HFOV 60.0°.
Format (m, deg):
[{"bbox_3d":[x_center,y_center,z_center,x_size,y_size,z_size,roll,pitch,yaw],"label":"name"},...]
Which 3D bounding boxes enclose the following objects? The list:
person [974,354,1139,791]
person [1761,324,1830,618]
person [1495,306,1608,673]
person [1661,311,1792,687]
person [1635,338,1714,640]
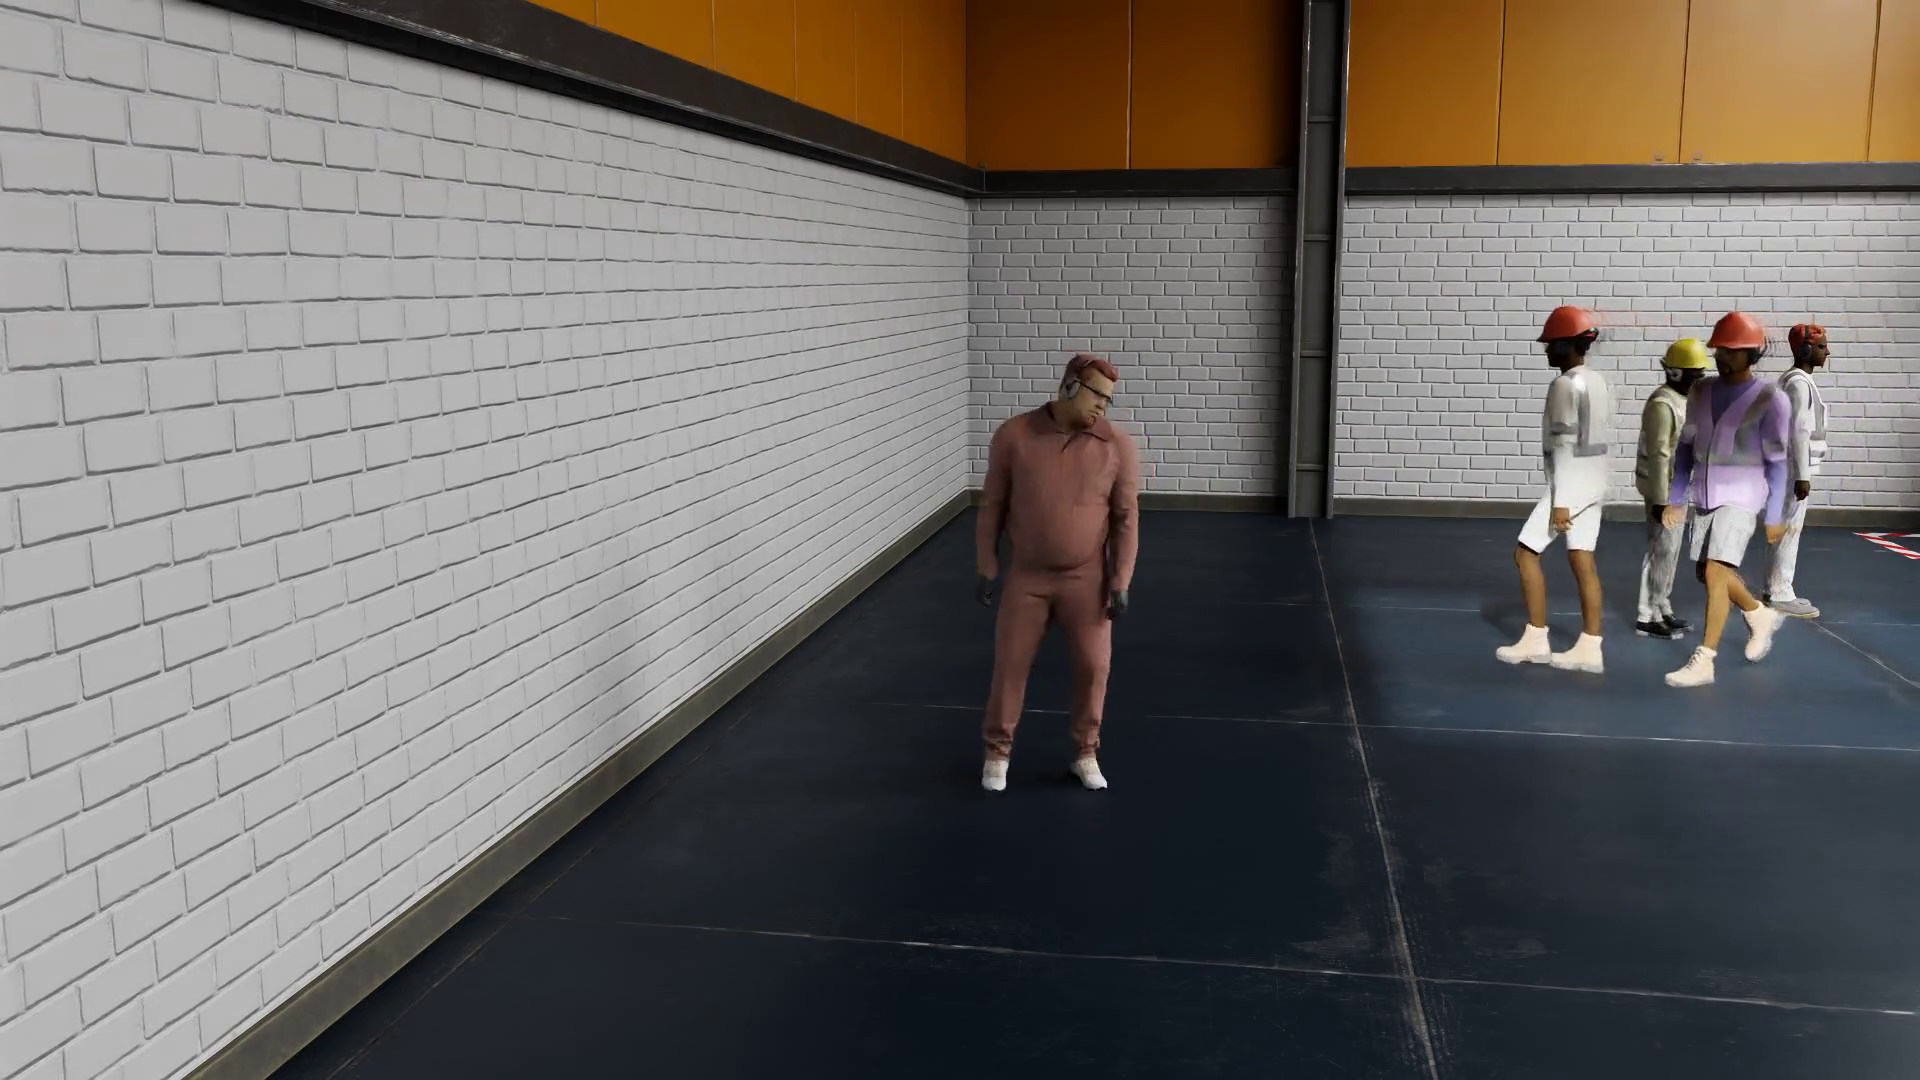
[{"bbox_3d":[0.410,0.150,7.101,0.702,1.880,0.399,0,9,2],"label":"person"},{"bbox_3d":[5.411,-0.448,10.757,0.355,1.882,0.575,3,10,19],"label":"person"},{"bbox_3d":[3.319,-0.280,9.273,0.733,2.017,0.643,8,12,42],"label":"person"},{"bbox_3d":[4.209,-0.228,8.986,0.876,2.020,0.606,-4,10,-23],"label":"person"},{"bbox_3d":[4.322,-0.312,10.111,0.403,1.821,0.602,7,11,36],"label":"person"}]
